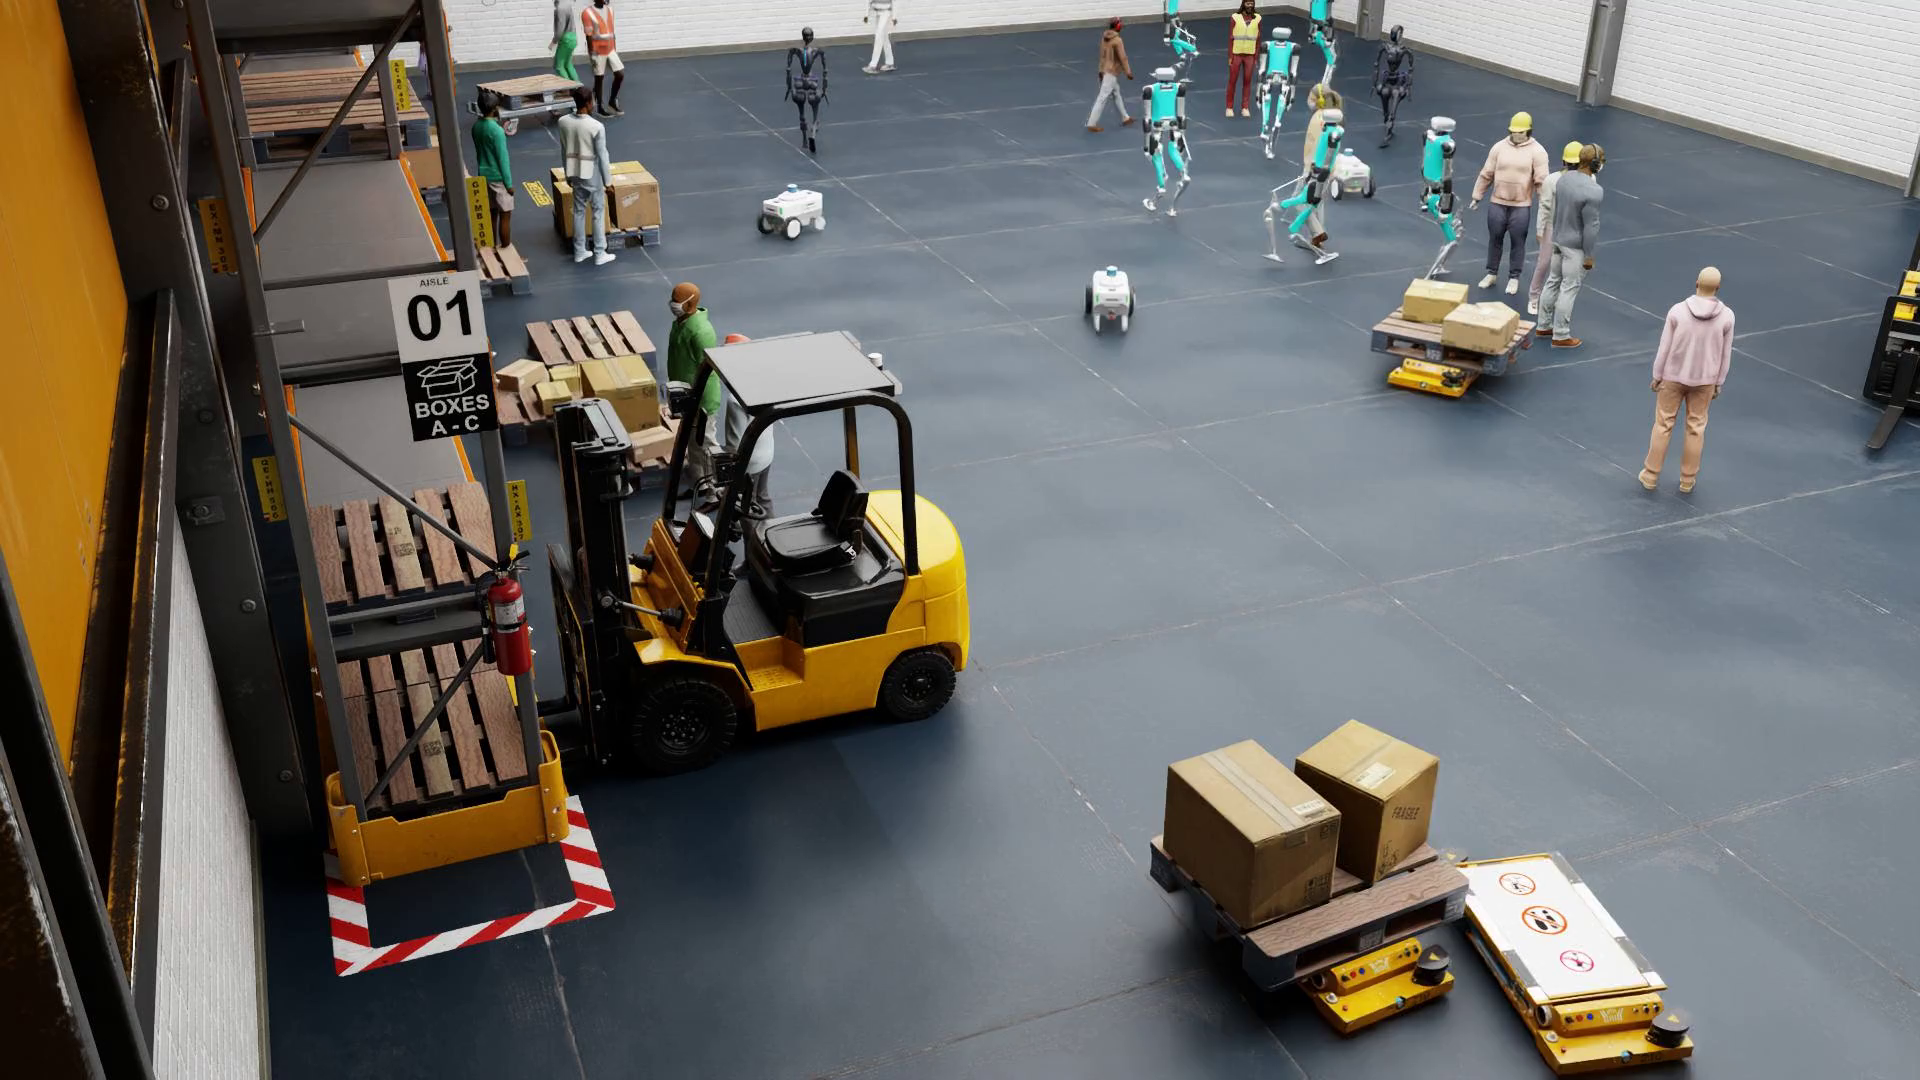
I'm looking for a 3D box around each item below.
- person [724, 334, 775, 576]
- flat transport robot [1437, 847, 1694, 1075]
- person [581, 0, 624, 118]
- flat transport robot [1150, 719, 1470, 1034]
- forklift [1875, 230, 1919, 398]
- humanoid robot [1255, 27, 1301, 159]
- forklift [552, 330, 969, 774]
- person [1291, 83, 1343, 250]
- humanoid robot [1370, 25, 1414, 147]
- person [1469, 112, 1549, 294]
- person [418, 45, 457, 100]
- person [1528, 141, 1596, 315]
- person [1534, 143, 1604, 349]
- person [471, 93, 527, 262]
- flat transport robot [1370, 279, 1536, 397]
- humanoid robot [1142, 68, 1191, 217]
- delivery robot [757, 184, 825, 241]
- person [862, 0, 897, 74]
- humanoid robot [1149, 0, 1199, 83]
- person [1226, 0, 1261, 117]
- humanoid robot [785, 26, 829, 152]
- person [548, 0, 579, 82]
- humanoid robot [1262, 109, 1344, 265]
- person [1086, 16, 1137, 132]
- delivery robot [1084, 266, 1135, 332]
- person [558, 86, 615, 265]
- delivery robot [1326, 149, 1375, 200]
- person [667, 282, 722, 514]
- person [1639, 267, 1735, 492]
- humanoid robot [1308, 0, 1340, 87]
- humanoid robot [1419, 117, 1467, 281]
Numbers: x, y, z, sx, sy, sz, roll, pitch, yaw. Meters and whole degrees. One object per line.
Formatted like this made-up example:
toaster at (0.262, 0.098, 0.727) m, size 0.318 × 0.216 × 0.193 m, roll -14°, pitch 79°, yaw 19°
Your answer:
person at (-1.474, -0.588, 11.521) m, size 0.347 × 1.739 × 0.571 m, roll 8°, pitch 28°, yaw 15°
flat transport robot at (2.861, 1.979, 8.051) m, size 0.659 × 0.231 × 1.431 m, roll -4°, pitch 27°, yaw -9°
person at (-5.226, -7.173, 24.376) m, size 0.508 × 1.950 × 0.599 m, roll 21°, pitch 33°, yaw 35°
flat transport robot at (1.720, 1.855, 8.298) m, size 0.659 × 0.231 × 1.431 m, roll -13°, pitch 29°, yaw -24°
forklift at (9.029, -2.397, 14.618) m, size 1.214 × 2.155 × 2.313 m, roll 18°, pitch 32°, yaw 32°
humanoid robot at (4.140, -5.794, 21.891) m, size 0.535 × 1.731 × 1.011 m, roll 6°, pitch 27°, yaw 12°
forklift at (-1.094, 0.010, 9.831) m, size 2.313 × 2.155 × 1.214 m, roll -10°, pitch 28°, yaw -20°
person at (3.931, -4.099, 18.368) m, size 0.462 × 1.859 × 0.601 m, roll 14°, pitch 30°, yaw 26°
humanoid robot at (5.976, -6.294, 22.991) m, size 0.616 × 1.623 × 0.783 m, roll 18°, pitch 32°, yaw 31°
person at (5.698, -3.497, 17.181) m, size 0.811 × 1.855 × 0.436 m, roll 16°, pitch 31°, yaw 29°
person at (-8.116, -7.651, 25.474) m, size 0.540 × 1.820 × 0.575 m, roll -2°, pitch 27°, yaw -5°
person at (5.961, -3.072, 16.449) m, size 0.528 × 1.758 × 0.373 m, roll 0°, pitch 27°, yaw 1°
person at (5.754, -2.761, 15.635) m, size 0.362 × 1.932 × 0.627 m, roll -6°, pitch 27°, yaw -12°
person at (-5.030, -3.888, 17.973) m, size 0.496 × 1.843 × 0.404 m, roll 21°, pitch 34°, yaw 36°
flat transport robot at (4.512, -1.672, 15.313) m, size 0.659 × 0.231 × 1.431 m, roll 17°, pitch 31°, yaw 30°
humanoid robot at (2.439, -4.589, 19.484) m, size 0.544 × 1.752 × 0.952 m, roll -6°, pitch 27°, yaw -12°
delivery robot at (-1.935, -3.819, 19.232) m, size 0.499 × 0.565 × 0.746 m, roll 21°, pitch 34°, yaw 36°
person at (-1.394, -8.644, 27.419) m, size 0.897 × 1.846 × 0.591 m, roll -21°, pitch 34°, yaw -36°
humanoid robot at (3.492, -8.040, 26.349) m, size 1.012 × 1.731 × 0.548 m, roll 12°, pitch 29°, yaw 22°
person at (4.183, -7.154, 24.561) m, size 0.470 × 1.765 × 0.383 m, roll -1°, pitch 27°, yaw -2°
humanoid robot at (-2.106, -6.128, 22.631) m, size 0.611 × 1.641 × 0.627 m, roll 1°, pitch 27°, yaw 1°
person at (-6.091, -7.656, 25.505) m, size 0.458 × 1.819 × 0.551 m, roll -2°, pitch 27°, yaw -4°
humanoid robot at (3.602, -3.738, 17.797) m, size 1.020 × 1.722 × 0.544 m, roll 2°, pitch 27°, yaw 4°
person at (2.183, -6.654, 23.738) m, size 0.902 × 1.593 × 0.446 m, roll -12°, pitch 29°, yaw -22°
delivery robot at (1.491, -2.409, 16.482) m, size 0.499 × 0.614 × 0.798 m, roll 1°, pitch 27°, yaw 2°
person at (-4.039, -3.925, 17.976) m, size 0.600 × 1.904 × 0.394 m, roll 12°, pitch 29°, yaw 23°
delivery robot at (4.830, -4.561, 20.757) m, size 0.499 × 0.610 × 0.811 m, roll -5°, pitch 27°, yaw -10°
person at (-1.982, -1.065, 12.421) m, size 0.383 × 1.784 × 0.535 m, roll -15°, pitch 30°, yaw -28°
person at (5.564, -1.212, 12.710) m, size 0.536 × 1.782 × 0.397 m, roll 7°, pitch 27°, yaw 13°
humanoid robot at (5.818, -7.910, 26.145) m, size 0.752 × 1.821 × 0.535 m, roll -13°, pitch 30°, yaw -24°
humanoid robot at (5.152, -3.539, 17.375) m, size 0.750 × 1.775 × 0.562 m, roll -7°, pitch 27°, yaw -13°
